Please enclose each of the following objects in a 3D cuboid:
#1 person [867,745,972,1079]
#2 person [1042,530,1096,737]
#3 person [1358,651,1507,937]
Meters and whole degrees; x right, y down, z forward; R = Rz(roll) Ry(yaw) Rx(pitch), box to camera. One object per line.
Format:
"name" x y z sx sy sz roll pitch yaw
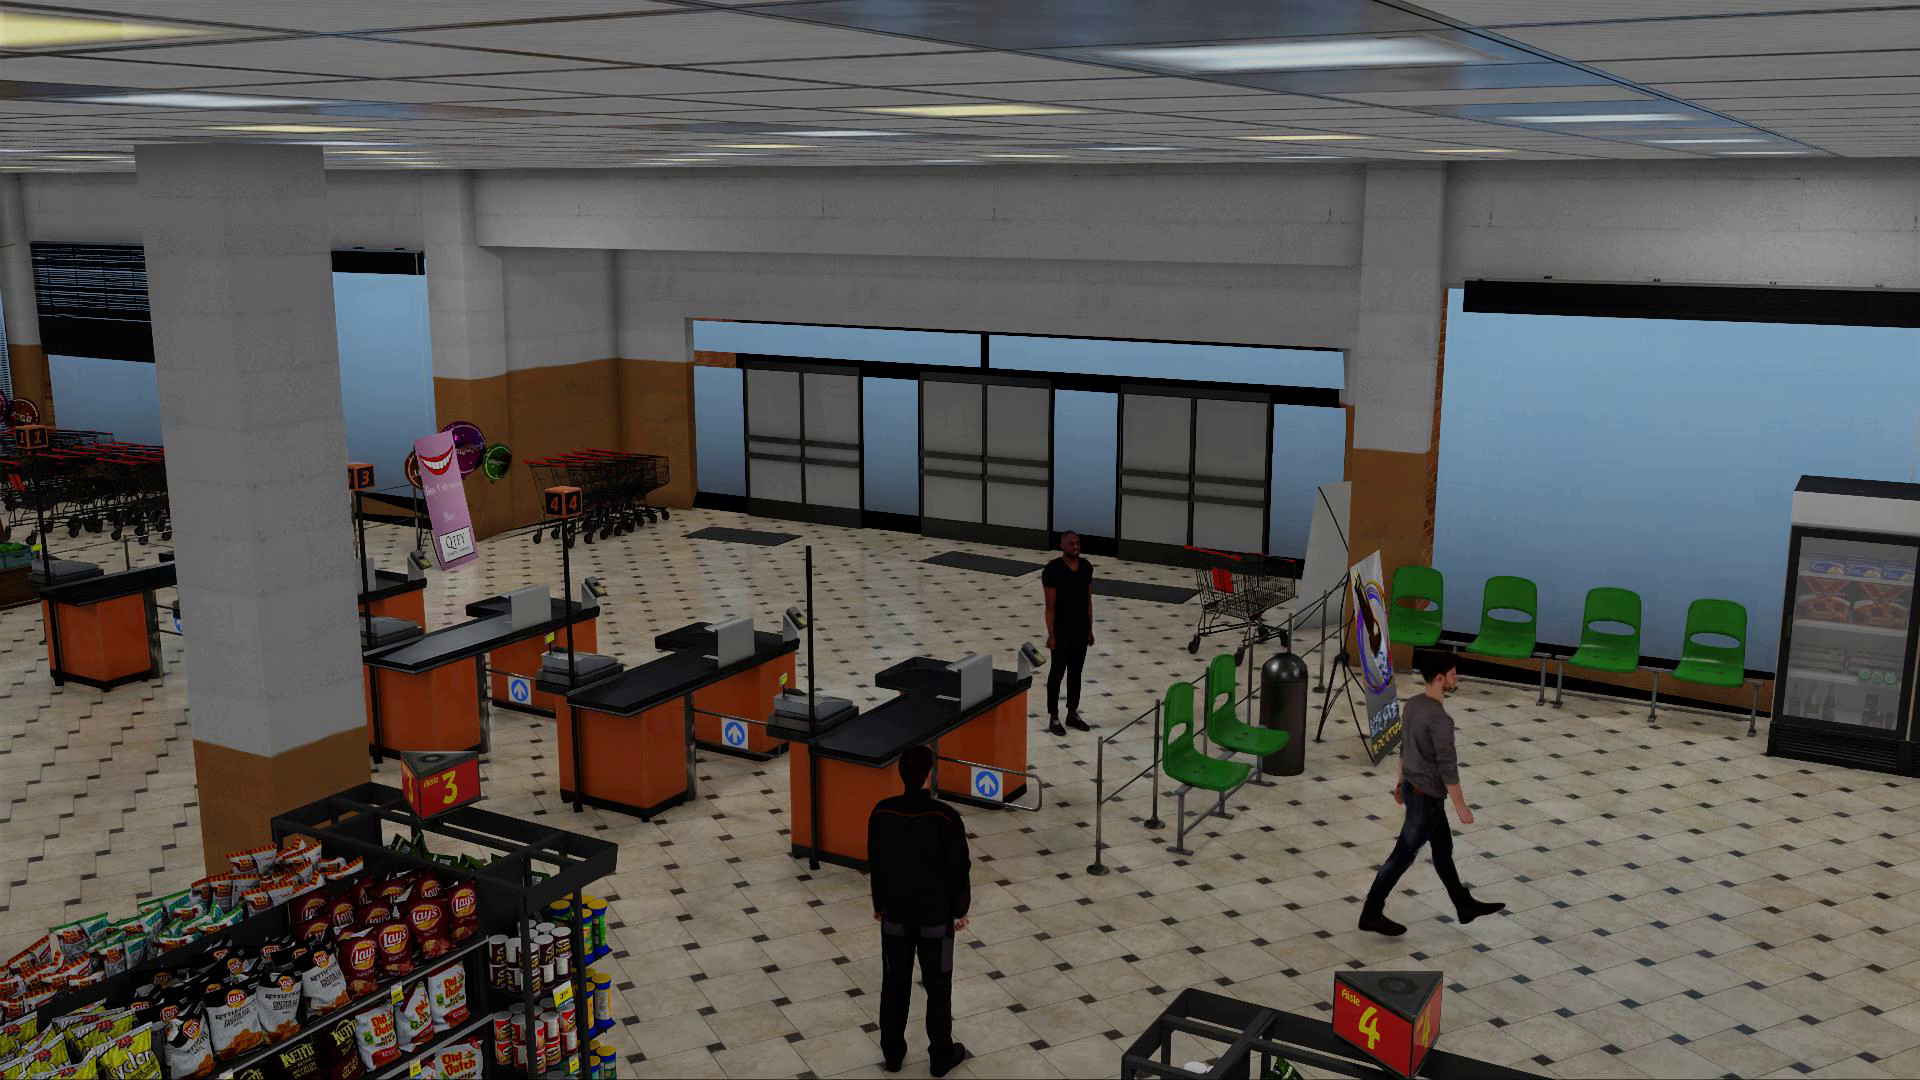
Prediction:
"person" -0.236 1.999 8.998 0.777 1.838 0.666 3 12 15
"person" 0.956 0.801 14.732 0.683 1.820 0.809 -7 14 -30
"person" 2.861 1.655 10.583 1.128 1.857 1.243 0 12 2
